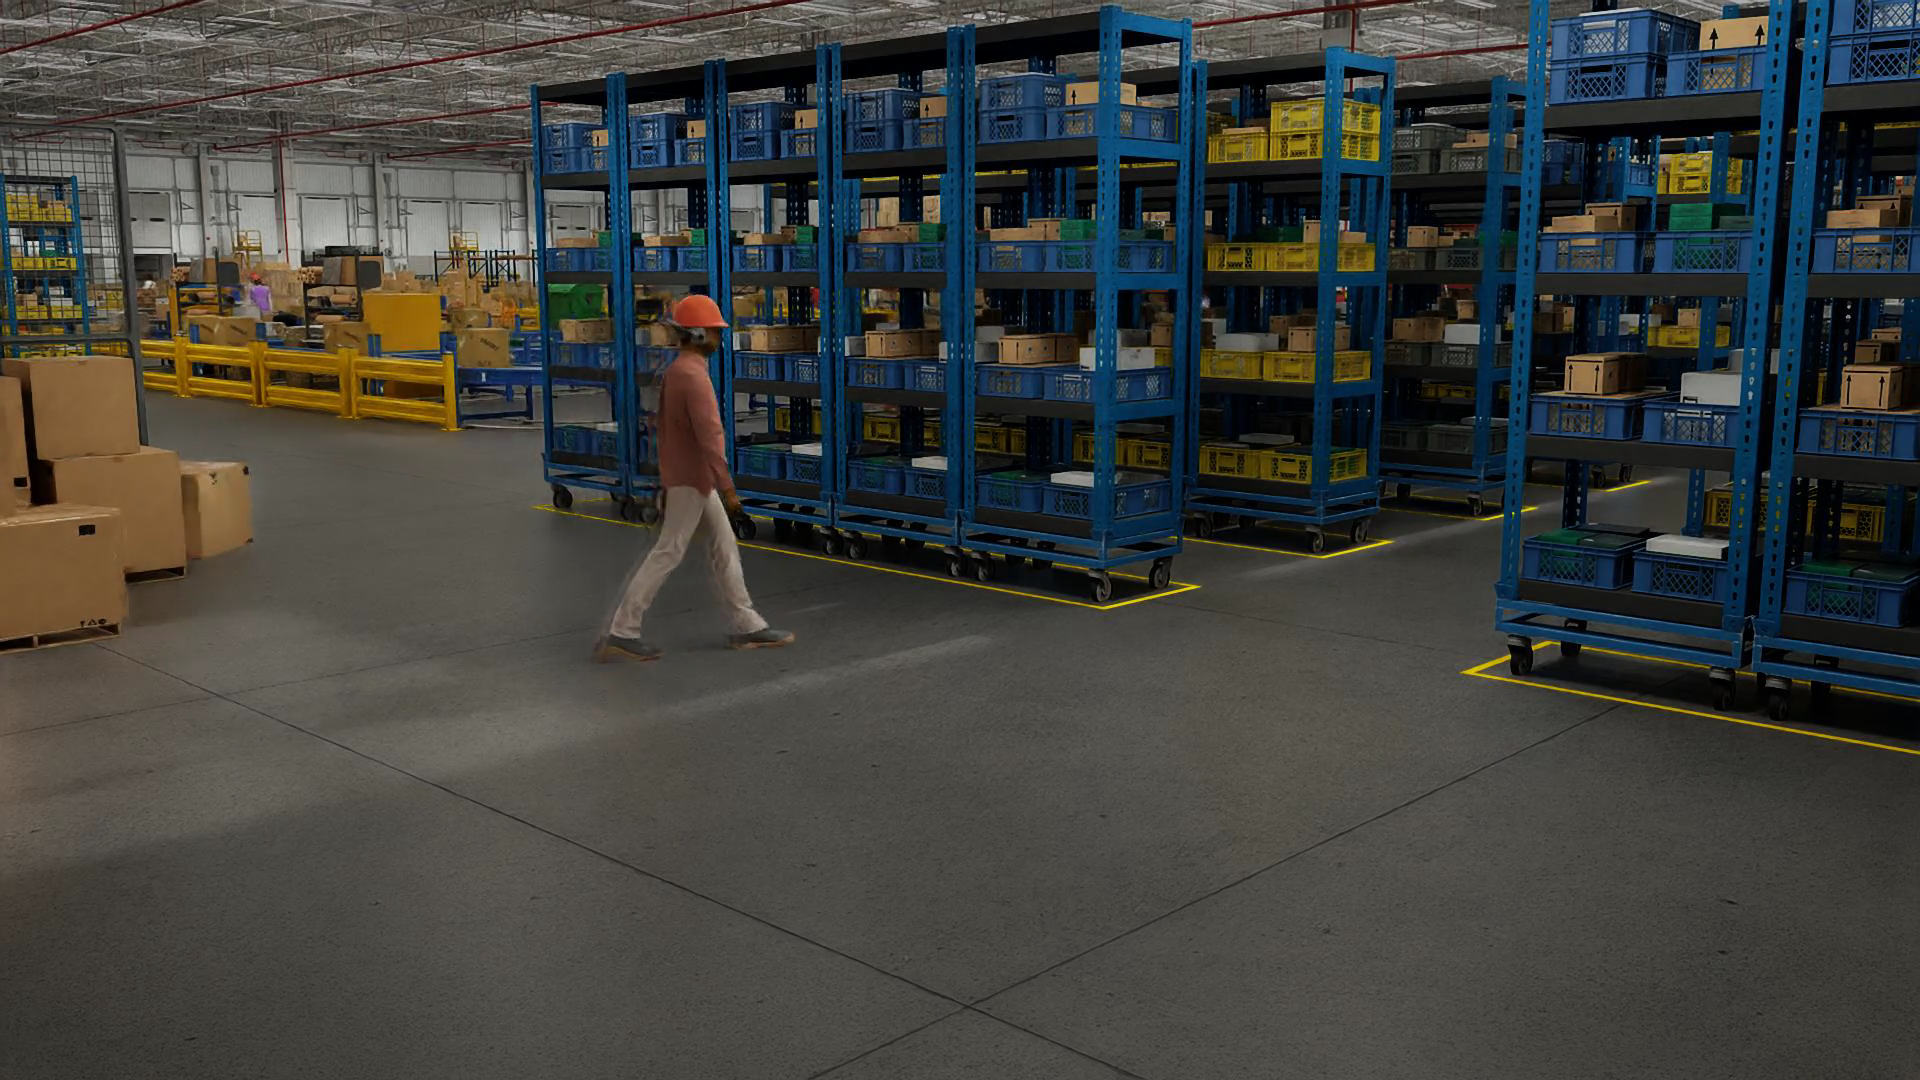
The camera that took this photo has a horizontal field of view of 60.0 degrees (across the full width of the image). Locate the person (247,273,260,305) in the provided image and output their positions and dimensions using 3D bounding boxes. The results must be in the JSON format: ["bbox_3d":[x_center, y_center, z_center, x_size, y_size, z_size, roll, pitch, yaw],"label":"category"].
[{"bbox_3d":[-20.111,-6.671,47.673,0.882,1.950,0.630,-6,11,-31],"label":"person"}]

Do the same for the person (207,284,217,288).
[{"bbox_3d":[-31.135,-10.187,69.370,0.554,1.916,0.805,5,10,27],"label":"person"}]

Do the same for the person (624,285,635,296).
[{"bbox_3d":[-12.519,-9.075,62.523,0.587,1.920,0.392,-1,9,-5],"label":"person"}]

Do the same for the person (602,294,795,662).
[{"bbox_3d":[-1.437,-0.321,8.810,1.039,1.948,0.621,-3,10,-16],"label":"person"}]

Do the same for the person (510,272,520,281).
[{"bbox_3d":[-25.308,-14.270,94.466,0.586,1.898,0.896,1,9,6],"label":"person"}]

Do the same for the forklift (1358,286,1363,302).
[{"bbox_3d":[11.100,-7.017,46.970,1.873,2.768,1.129,9,13,43],"label":"forklift"}]

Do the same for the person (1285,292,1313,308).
[{"bbox_3d":[5.126,-2.879,24.897,0.729,1.804,0.425,1,9,9],"label":"person"}]

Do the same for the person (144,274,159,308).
[{"bbox_3d":[-34.513,-10.419,71.044,0.589,1.836,0.915,3,10,15],"label":"person"}]

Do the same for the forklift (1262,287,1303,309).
[{"bbox_3d":[10.769,-8.203,54.240,1.129,2.768,1.873,8,12,42],"label":"forklift"}]

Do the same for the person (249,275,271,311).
[{"bbox_3d":[-19.775,-6.527,46.982,0.544,1.892,0.761,-6,11,-33],"label":"person"}]

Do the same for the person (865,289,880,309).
[{"bbox_3d":[-3.245,-8.619,59.414,0.637,2.018,0.824,-6,11,-33],"label":"person"}]

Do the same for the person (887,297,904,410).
[{"bbox_3d":[-0.684,-2.456,22.512,0.770,1.740,0.527,-6,11,-34],"label":"person"}]

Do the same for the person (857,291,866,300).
[{"bbox_3d":[-3.675,-8.768,61.464,0.887,1.649,0.538,4,10,26],"label":"person"}]

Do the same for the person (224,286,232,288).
[{"bbox_3d":[-25.744,-8.432,58.699,0.980,1.884,0.561,-4,10,-25],"label":"person"}]

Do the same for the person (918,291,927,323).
[{"bbox_3d":[-1.036,-5.627,41.707,0.403,1.817,0.602,-4,10,-22],"label":"person"}]

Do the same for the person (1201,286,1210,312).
[{"bbox_3d":[3.333,-2.587,22.422,0.429,2.027,0.618,-2,10,-14],"label":"person"}]
